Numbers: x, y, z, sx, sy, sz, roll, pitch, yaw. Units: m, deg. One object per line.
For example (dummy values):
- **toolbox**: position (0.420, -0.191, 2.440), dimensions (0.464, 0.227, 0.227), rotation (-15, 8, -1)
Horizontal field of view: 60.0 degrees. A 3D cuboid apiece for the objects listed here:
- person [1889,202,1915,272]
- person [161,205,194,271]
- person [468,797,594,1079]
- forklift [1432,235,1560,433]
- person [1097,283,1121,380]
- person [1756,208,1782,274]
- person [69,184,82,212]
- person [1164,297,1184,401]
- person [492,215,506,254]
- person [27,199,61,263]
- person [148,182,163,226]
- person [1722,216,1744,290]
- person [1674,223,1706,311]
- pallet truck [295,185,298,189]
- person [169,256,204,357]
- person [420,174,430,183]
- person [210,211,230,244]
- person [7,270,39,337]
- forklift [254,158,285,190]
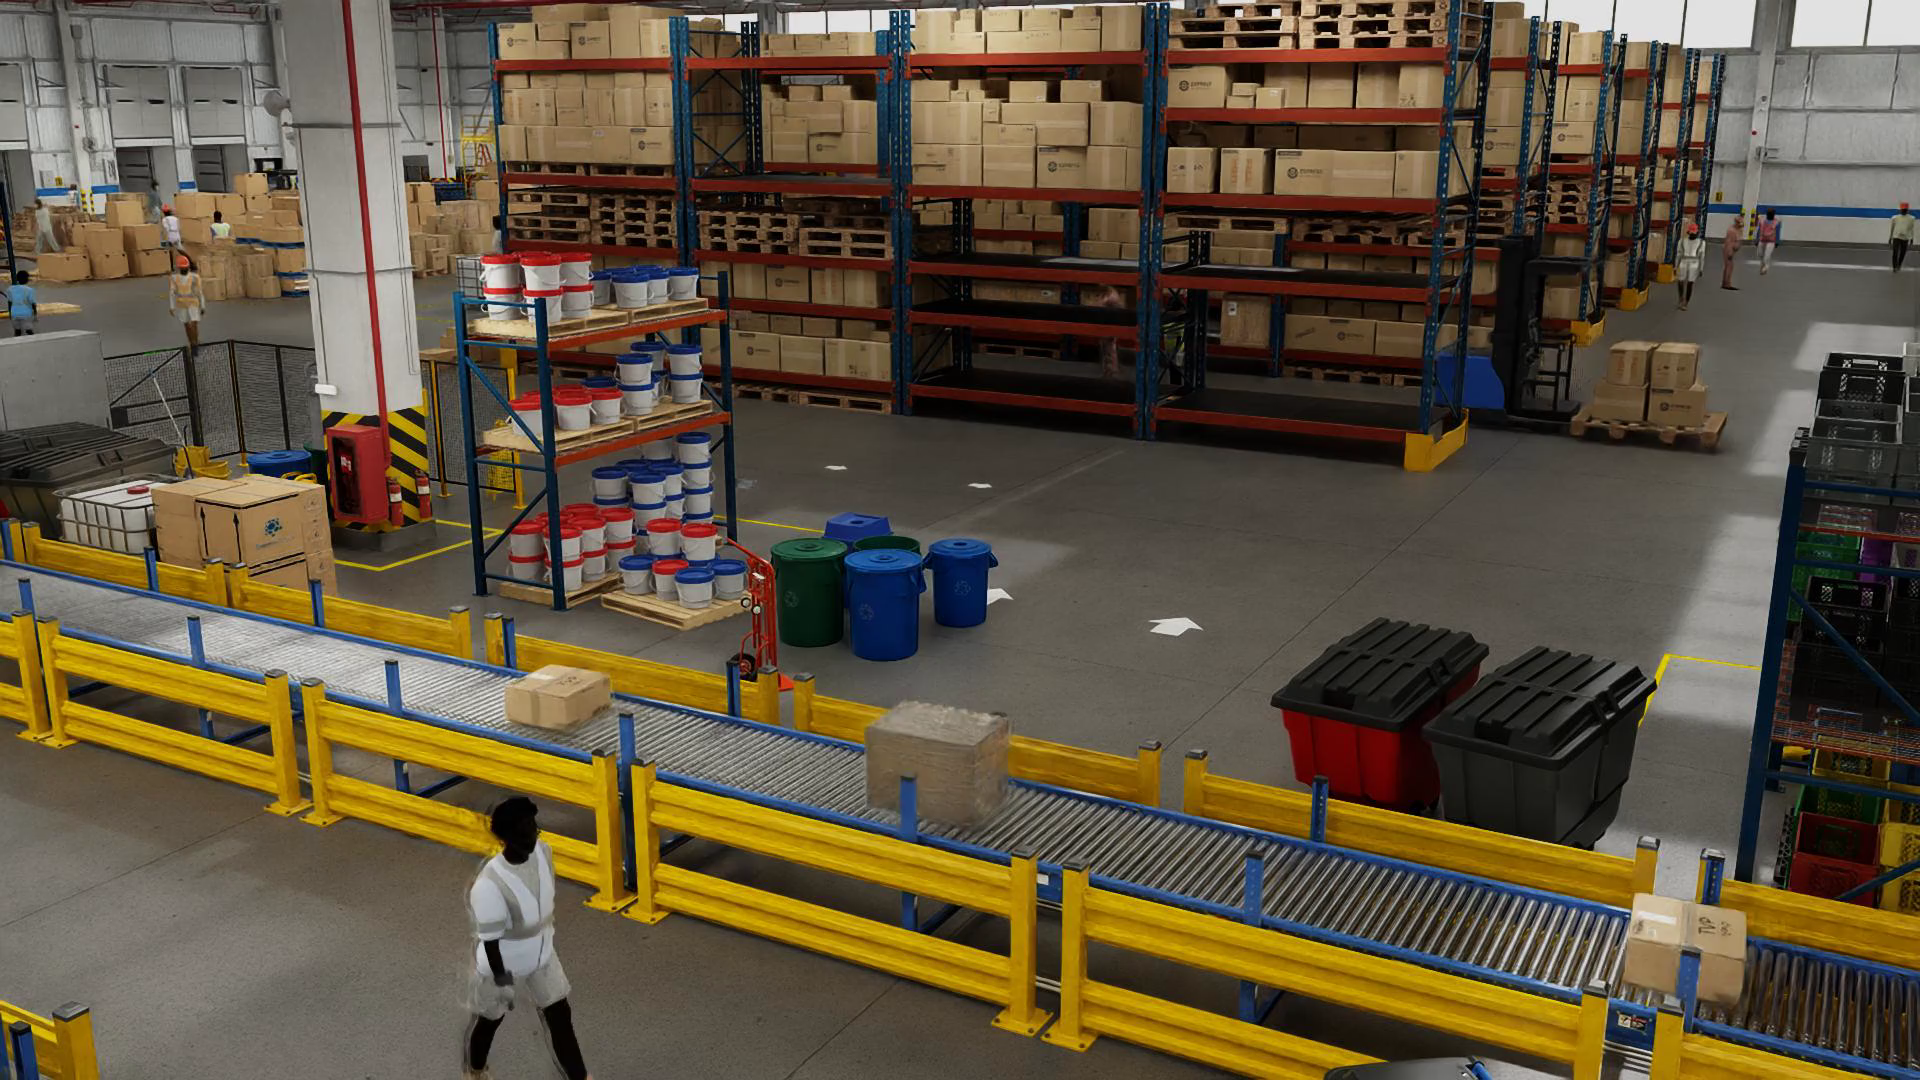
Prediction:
- **person**: position (26.697, -8.601, 47.180), dimensions (0.622, 1.968, 0.802), rotation (7, 17, 26)
- **person**: position (-22.232, -8.548, 47.163), dimensions (0.914, 1.897, 0.559), rotation (8, 17, 27)
- **person**: position (-2.071, 2.000, 7.932), dimensions (0.884, 1.640, 0.548), rotation (8, 17, 27)
- **forklift**: position (8.192, -3.126, 24.852), dimensions (1.873, 2.768, 1.129), rotation (8, 17, 28)
- **person**: position (2.511, -3.604, 28.515), dimensions (0.402, 1.906, 0.651), rotation (-3, 15, -11)
- **person**: position (22.572, -8.347, 46.485), dimensions (0.445, 1.829, 0.651), rotation (-14, 20, -42)
- **person**: position (-34.124, -12.891, 63.999), dimensions (0.525, 1.617, 0.707), rotation (7, 16, 24)
- **person**: position (3.474, -3.116, 27.075), dimensions (0.318, 1.700, 0.535), rotation (-3, 15, -10)
- **person**: position (-11.624, -7.310, 42.403), dimensions (0.841, 1.939, 0.603), rotation (-9, 17, -30)
- **person**: position (-27.455, -9.249, 49.785), dimensions (0.652, 1.881, 1.038), rotation (9, 17, 30)
- **person**: position (-28.784, -11.903, 59.740), dimensions (0.958, 1.892, 0.630), rotation (-4, 15, -13)
- **person**: position (19.870, -7.381, 42.769), dimensions (0.437, 1.883, 0.706), rotation (11, 19, 36)
- **person**: position (16.858, -6.309, 38.444), dimensions (0.632, 2.024, 0.454), rotation (8, 17, 27)
- **pallet truck**: position (-26.804, -14.617, 69.738), dimensions (1.885, 1.965, 0.823), rotation (-14, 20, -42)
- **person**: position (-14.733, -4.439, 31.670), dimensions (0.557, 1.892, 0.944), rotation (-3, 15, -11)
- **person**: position (-21.177, -13.570, 66.016), dimensions (0.356, 1.887, 0.572), rotation (7, 17, 25)
- **person**: position (-19.507, -7.717, 43.952), dimensions (0.378, 1.917, 0.597), rotation (6, 16, 22)
- **person**: position (-17.727, -4.261, 31.455), dimensions (0.643, 1.666, 0.415), rotation (1, 15, 4)
- **forklift**: position (-23.549, -11.670, 56.970), dimensions (1.873, 2.768, 1.129), rotation (8, 17, 27)
